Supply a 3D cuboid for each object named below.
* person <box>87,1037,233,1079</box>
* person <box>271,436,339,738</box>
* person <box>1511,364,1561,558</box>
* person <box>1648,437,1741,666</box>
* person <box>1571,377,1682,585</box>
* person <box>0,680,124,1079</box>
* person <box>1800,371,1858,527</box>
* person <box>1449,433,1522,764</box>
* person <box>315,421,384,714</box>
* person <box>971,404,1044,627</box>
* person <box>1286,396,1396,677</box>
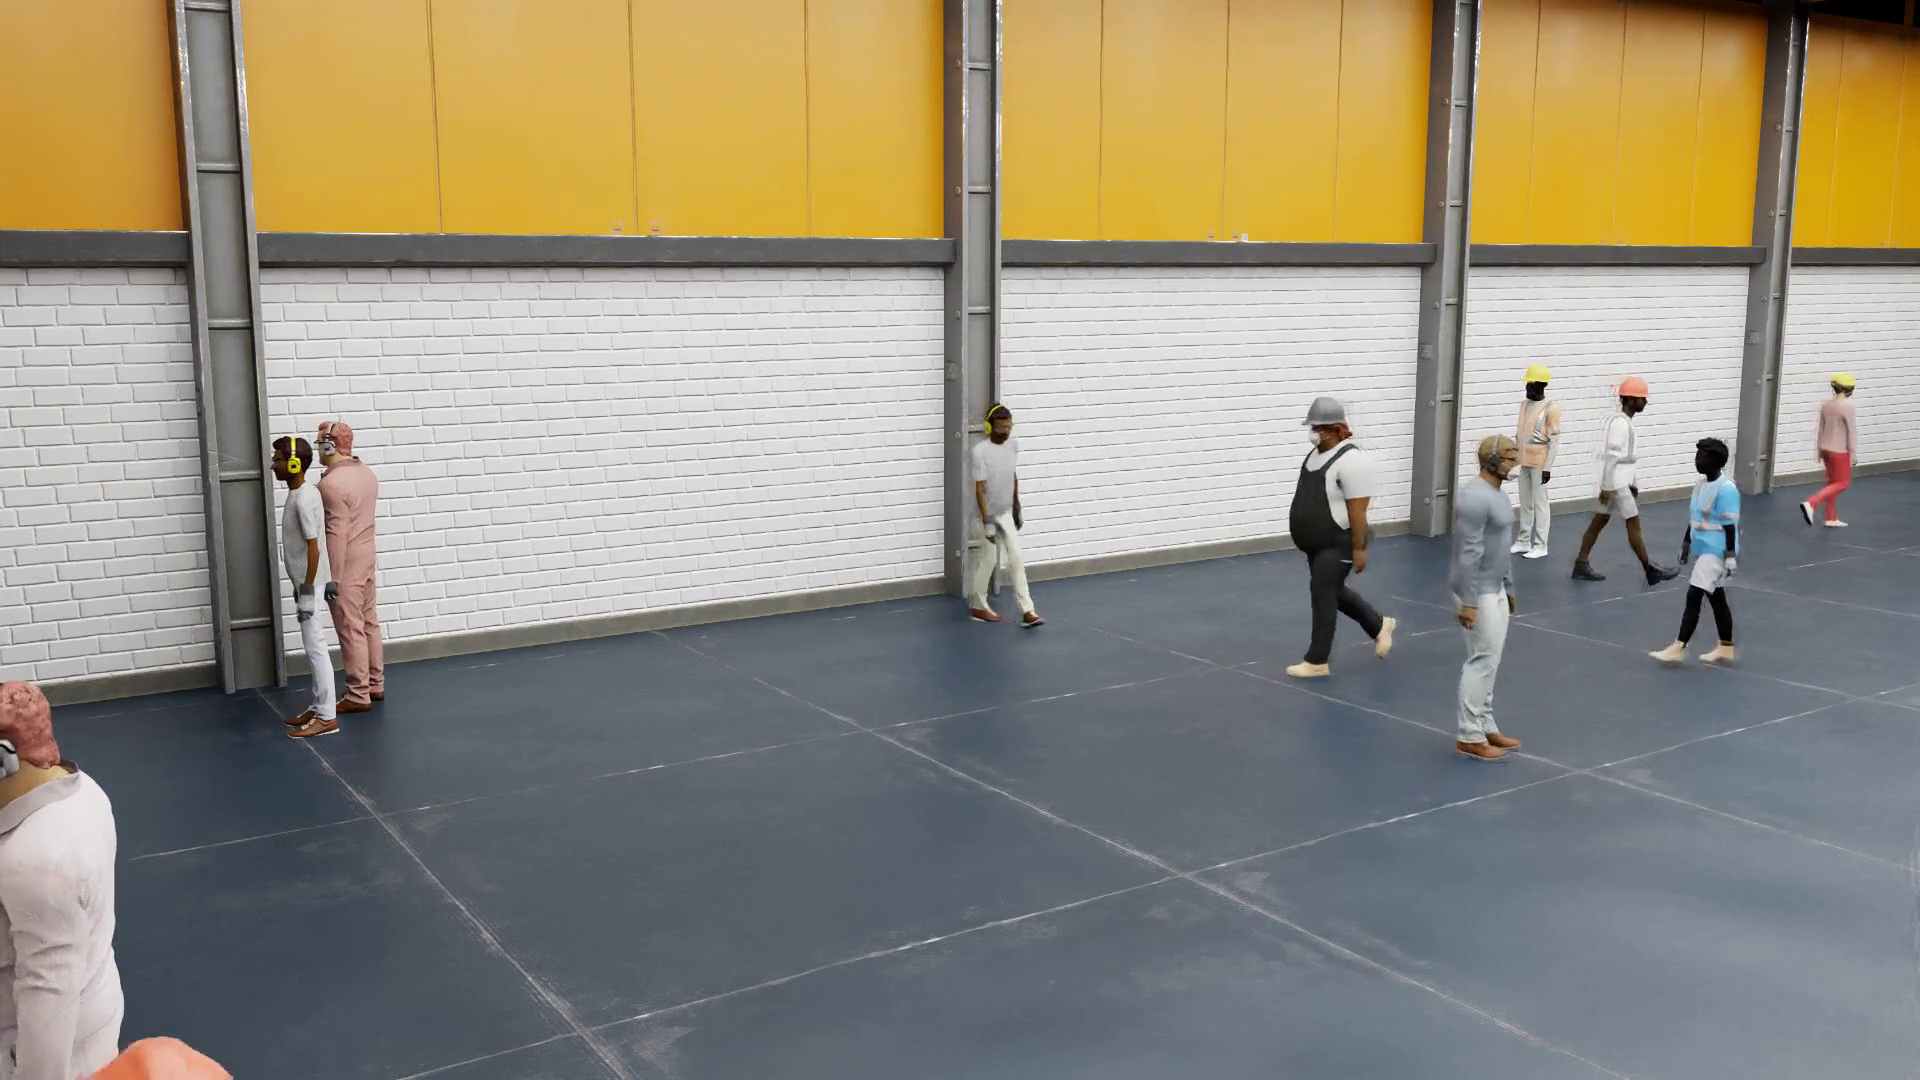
[{"bbox_3d":[-1.014,1.608,2.193,0.396,1.925,0.563,7,12,38],"label":"person"},{"bbox_3d":[-4.063,0.289,10.289,0.331,1.869,0.519,-4,10,-22],"label":"person"},{"bbox_3d":[5.711,-0.784,16.565,0.360,1.930,0.587,-3,10,-18],"label":"person"},{"bbox_3d":[5.328,0.093,12.053,0.773,1.663,0.558,1,9,3],"label":"person"},{"bbox_3d":[6.096,-0.529,15.144,0.972,1.885,0.567,4,10,21],"label":"person"},{"bbox_3d":[-2.329,1.282,4.211,0.406,1.902,0.638,-4,10,-22],"label":"person"},{"bbox_3d":[9.568,-0.982,18.289,0.588,1.747,0.532,-1,9,-6],"label":"person"},{"bbox_3d":[3.138,0.329,9.868,0.441,1.930,0.664,6,11,31],"label":"person"},{"bbox_3d":[-4.024,0.175,10.856,0.401,1.907,0.646,0,9,2],"label":"person"},{"bbox_3d":[0.360,-0.184,13.275,0.615,1.814,0.833,-9,13,-43],"label":"person"},{"bbox_3d":[2.757,-0.056,11.847,0.859,2.000,0.697,-2,10,-12],"label":"person"}]
